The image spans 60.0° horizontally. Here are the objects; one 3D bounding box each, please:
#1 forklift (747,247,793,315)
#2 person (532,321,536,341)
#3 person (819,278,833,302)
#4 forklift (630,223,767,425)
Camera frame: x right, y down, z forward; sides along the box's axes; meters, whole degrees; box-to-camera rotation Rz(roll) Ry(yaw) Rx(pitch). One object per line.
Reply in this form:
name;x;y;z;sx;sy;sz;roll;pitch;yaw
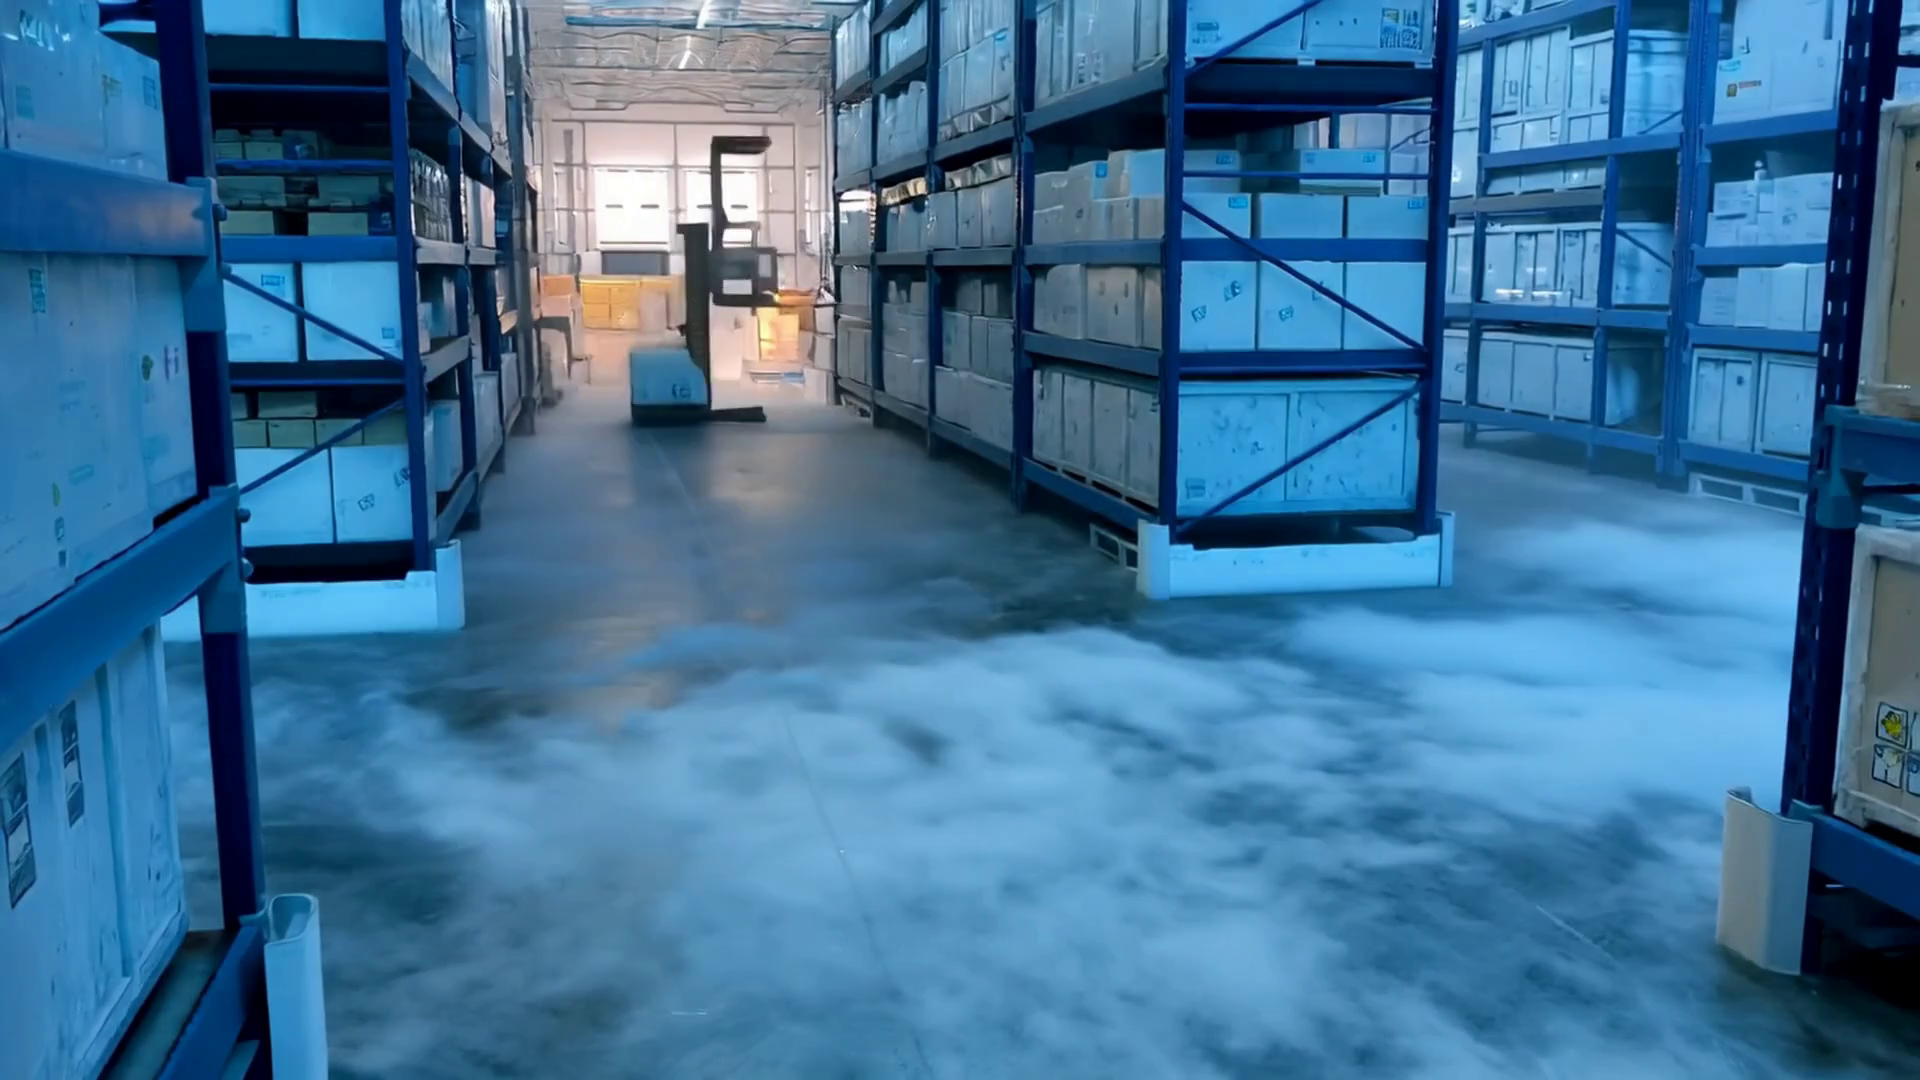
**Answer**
forklift;-6.009;-7.555;50.877;1.129;2.768;1.873;-7;12;-38
person;-7.475;-3.300;28.748;0.559;1.618;0.551;3;10;16
person;-3.537;-5.976;44.116;0.376;1.936;0.549;2;10;12
forklift;-3.736;-3.070;23.534;1.873;2.768;1.129;-2;9;-10
